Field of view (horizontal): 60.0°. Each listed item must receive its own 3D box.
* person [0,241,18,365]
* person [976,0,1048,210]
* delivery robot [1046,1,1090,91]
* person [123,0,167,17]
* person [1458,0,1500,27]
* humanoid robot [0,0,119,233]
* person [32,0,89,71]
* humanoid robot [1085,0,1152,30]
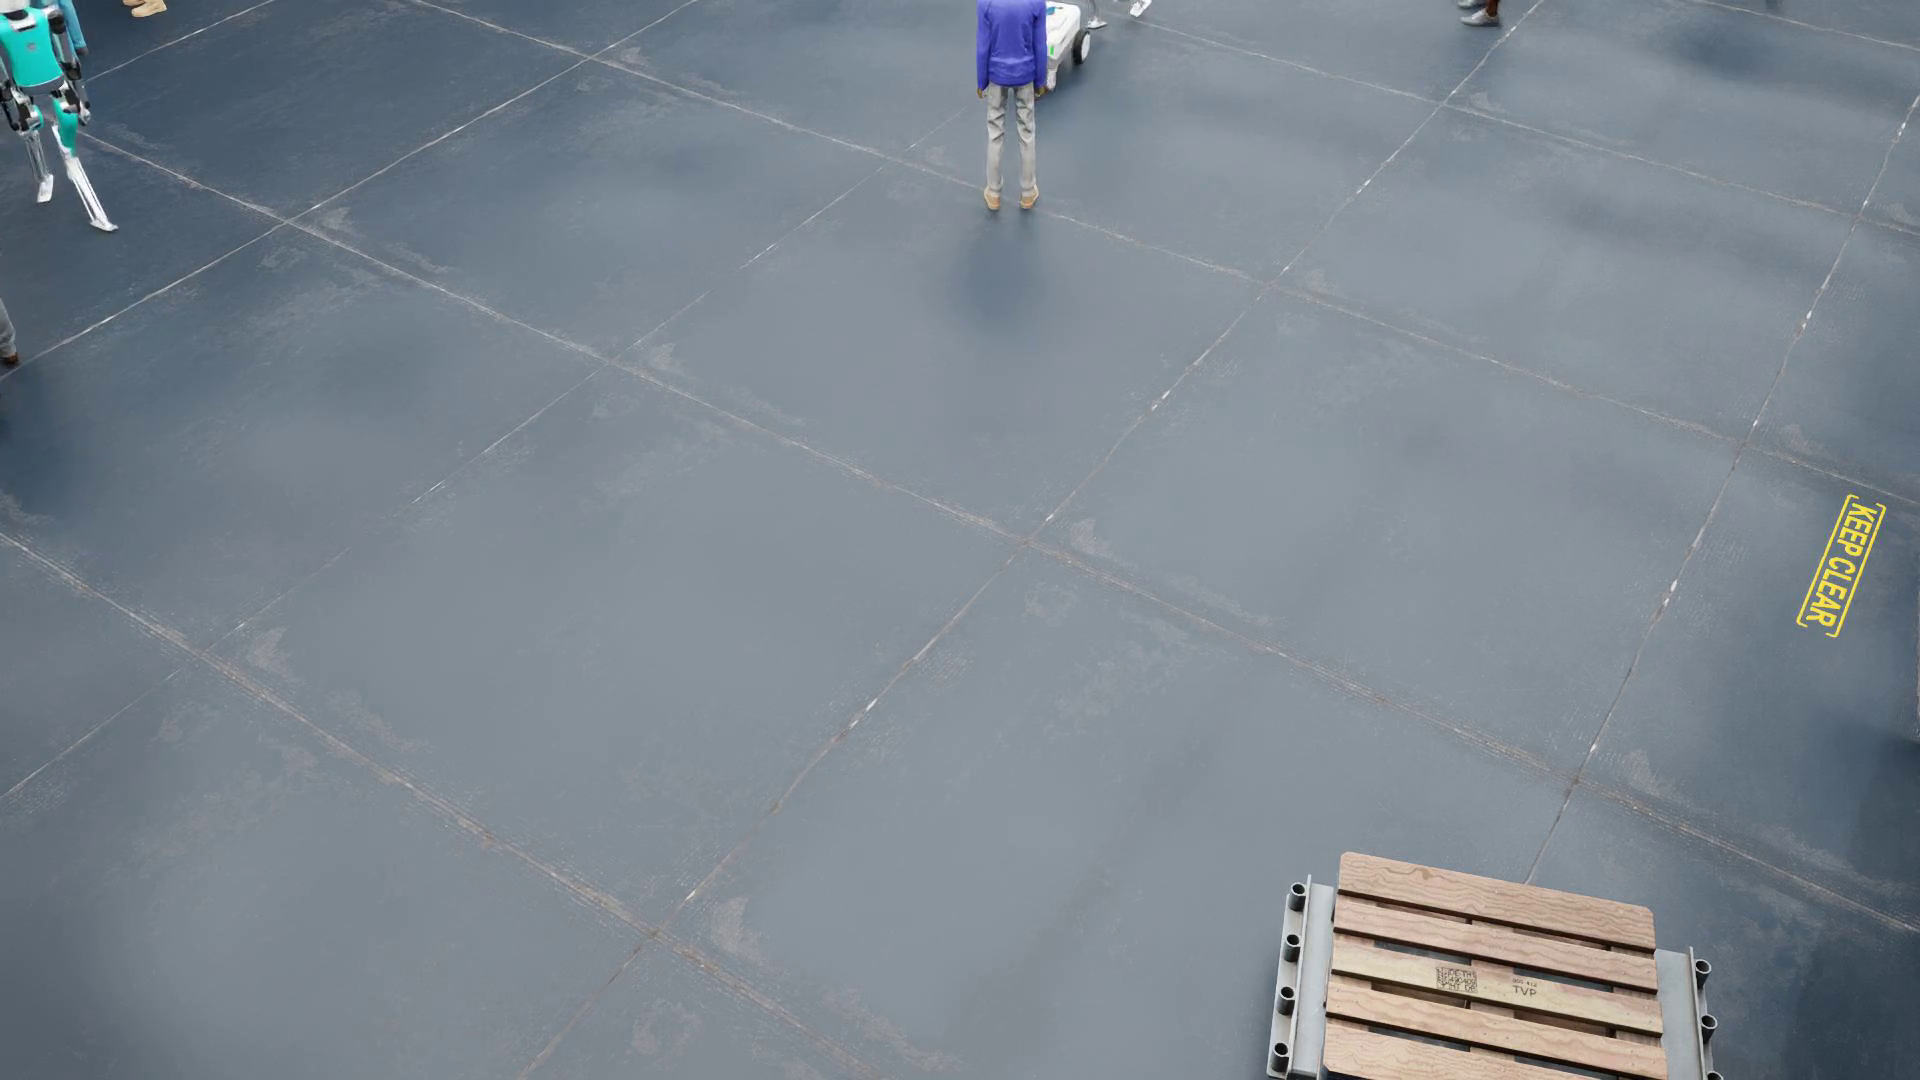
[{"bbox_3d":[-5.805,-1.695,9.465,0.649,1.885,0.672,-28,49,-28],"label":"person"},{"bbox_3d":[0.338,-3.078,11.023,0.468,1.870,0.361,0,42,0],"label":"person"},{"bbox_3d":[0.686,-3.882,12.923,0.499,0.613,0.811,14,44,15],"label":"delivery robot"},{"bbox_3d":[-6.816,-5.107,13.384,0.320,1.748,0.481,-22,46,-22],"label":"person"},{"bbox_3d":[4.373,-5.118,13.281,0.460,1.901,0.604,0,42,0],"label":"person"},{"bbox_3d":[-6.094,-2.906,10.975,0.530,1.748,1.008,-32,51,-30],"label":"humanoid robot"},{"bbox_3d":[-7.064,-4.469,12.602,0.393,1.839,0.563,-2,42,-2],"label":"person"},{"bbox_3d":[1.240,-4.782,13.053,0.532,1.735,1.021,25,47,25],"label":"humanoid robot"}]
